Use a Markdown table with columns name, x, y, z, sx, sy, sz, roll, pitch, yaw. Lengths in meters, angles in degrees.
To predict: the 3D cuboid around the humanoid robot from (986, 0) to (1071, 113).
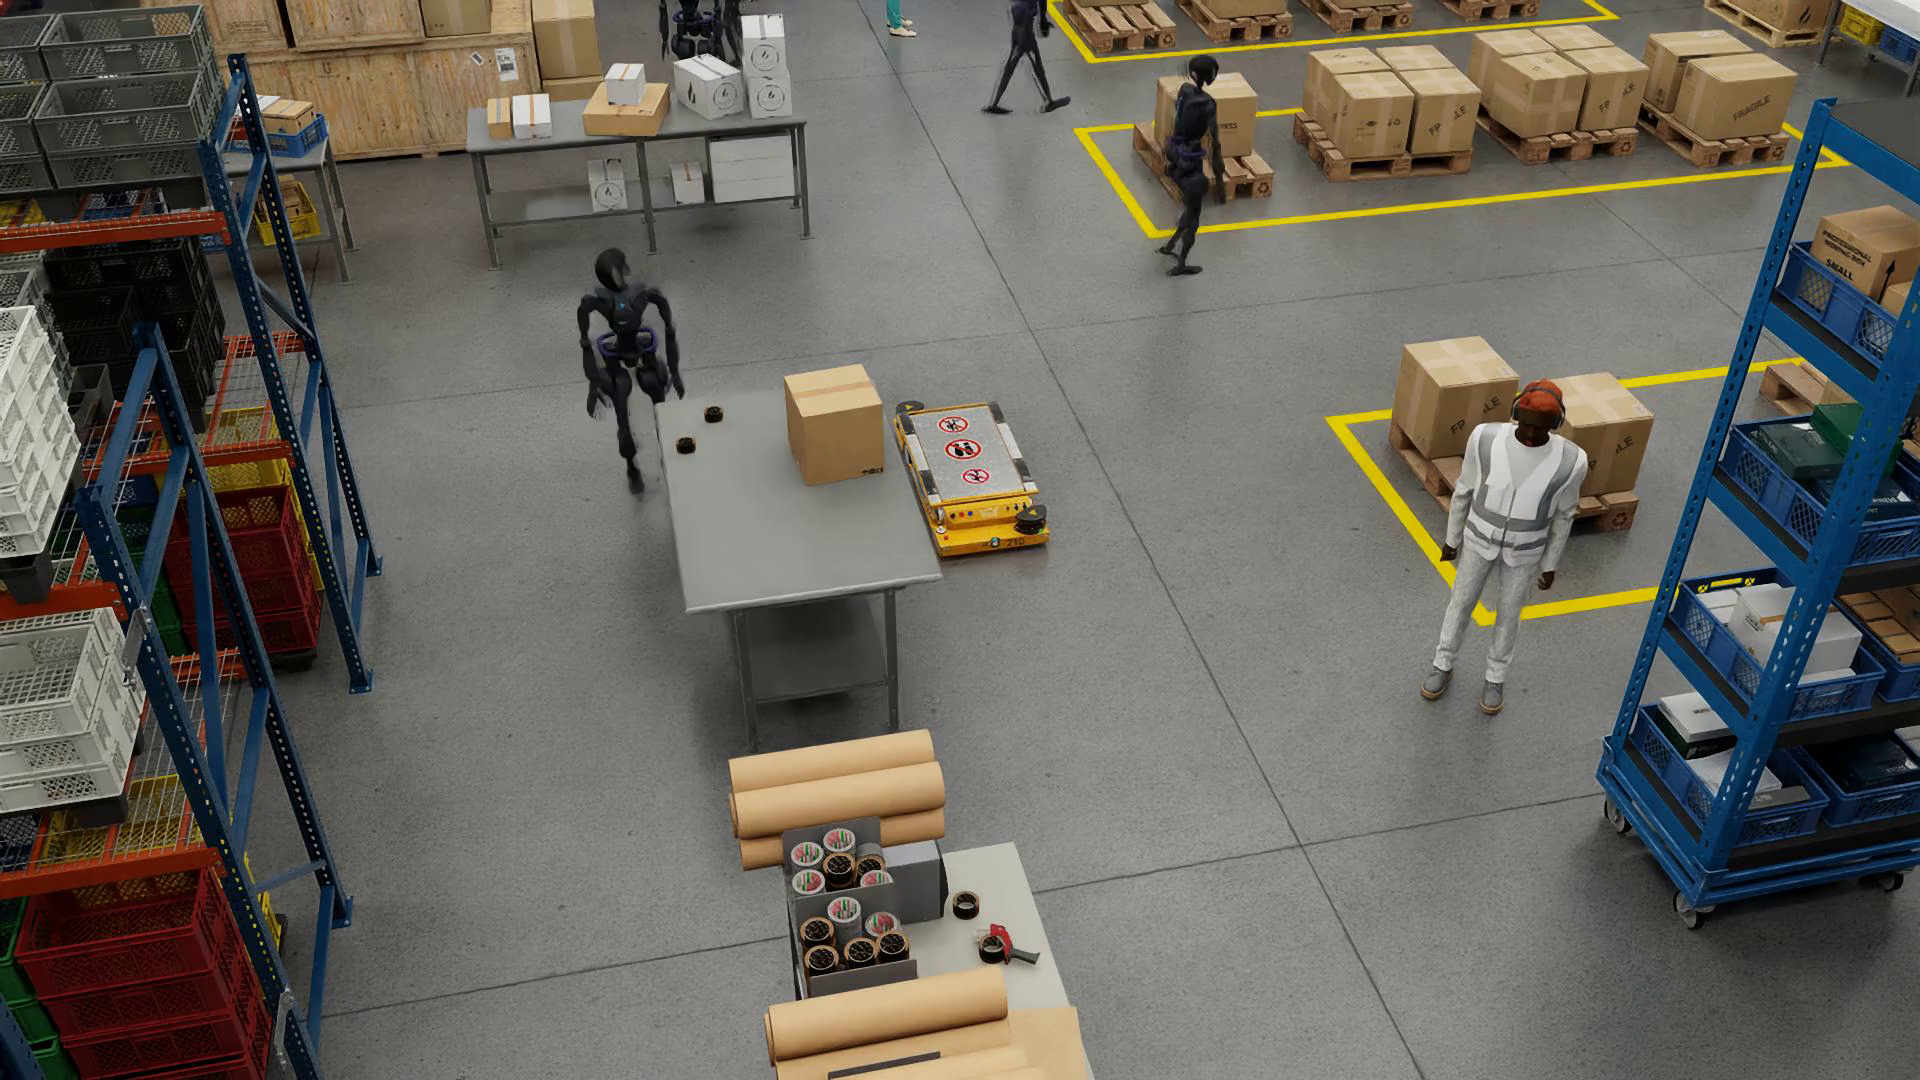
| name | x | y | z | sx | sy | sz | roll | pitch | yaw |
| --- | --- | --- | --- | --- | --- | --- | --- | --- | --- |
| humanoid robot | 0.594 | -4.488 | 14.457 | 0.785 | 1.602 | 0.548 | -2 | 37 | -3 |

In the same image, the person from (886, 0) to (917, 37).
| name | x | y | z | sx | sy | sz | roll | pitch | yaw |
| --- | --- | --- | --- | --- | --- | --- | --- | --- | --- |
| person | -0.579 | -5.789 | 16.085 | 0.324 | 1.760 | 0.523 | -3 | 37 | -4 |

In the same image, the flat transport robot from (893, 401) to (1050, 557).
| name | x | y | z | sx | sy | sz | roll | pitch | yaw |
| --- | --- | --- | --- | --- | --- | --- | --- | --- | --- |
| flat transport robot | 0.046 | -0.430 | 10.108 | 0.652 | 0.197 | 1.431 | -8 | 37 | -10 |

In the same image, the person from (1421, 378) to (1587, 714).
| name | x | y | z | sx | sy | sz | roll | pitch | yaw |
| --- | --- | --- | --- | --- | --- | --- | --- | --- | --- |
| person | 2.659 | 0.035 | 8.152 | 0.572 | 1.886 | 0.357 | 15 | 39 | 19 |

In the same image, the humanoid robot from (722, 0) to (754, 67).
| name | x | y | z | sx | sy | sz | roll | pitch | yaw |
| --- | --- | --- | --- | --- | --- | --- | --- | --- | --- |
| humanoid robot | -2.144 | -5.182 | 15.358 | 0.574 | 1.617 | 0.642 | -20 | 41 | -24 |

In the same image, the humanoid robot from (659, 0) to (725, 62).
| name | x | y | z | sx | sy | sz | roll | pitch | yaw |
| --- | --- | --- | --- | --- | --- | --- | --- | --- | --- |
| humanoid robot | -2.270 | -4.261 | 14.096 | 0.571 | 1.652 | 0.317 | 7 | 37 | 9 |

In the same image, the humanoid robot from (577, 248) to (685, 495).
| name | x | y | z | sx | sy | sz | roll | pitch | yaw |
| --- | --- | --- | --- | --- | --- | --- | --- | --- | --- |
| humanoid robot | -1.934 | -0.998 | 9.733 | 0.576 | 1.629 | 0.448 | -10 | 38 | -13 |

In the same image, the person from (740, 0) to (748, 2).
| name | x | y | z | sx | sy | sz | roll | pitch | yaw |
| --- | --- | --- | --- | --- | --- | --- | --- | --- | --- |
| person | -2.011 | -6.524 | 16.839 | 0.930 | 2.000 | 0.692 | -17 | 40 | -21 |

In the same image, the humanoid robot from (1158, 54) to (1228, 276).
| name | x | y | z | sx | sy | sz | roll | pitch | yaw |
| --- | --- | --- | --- | --- | --- | --- | --- | --- | --- |
| humanoid robot | 1.717 | -2.700 | 12.000 | 0.402 | 1.644 | 0.600 | -11 | 38 | -14 |

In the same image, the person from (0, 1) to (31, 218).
| name | x | y | z | sx | sy | sz | roll | pitch | yaw |
| --- | --- | --- | --- | --- | --- | --- | --- | --- | --- |
| person | -6.981 | -3.105 | 12.282 | 0.610 | 1.994 | 0.380 | 19 | 41 | 24 |
